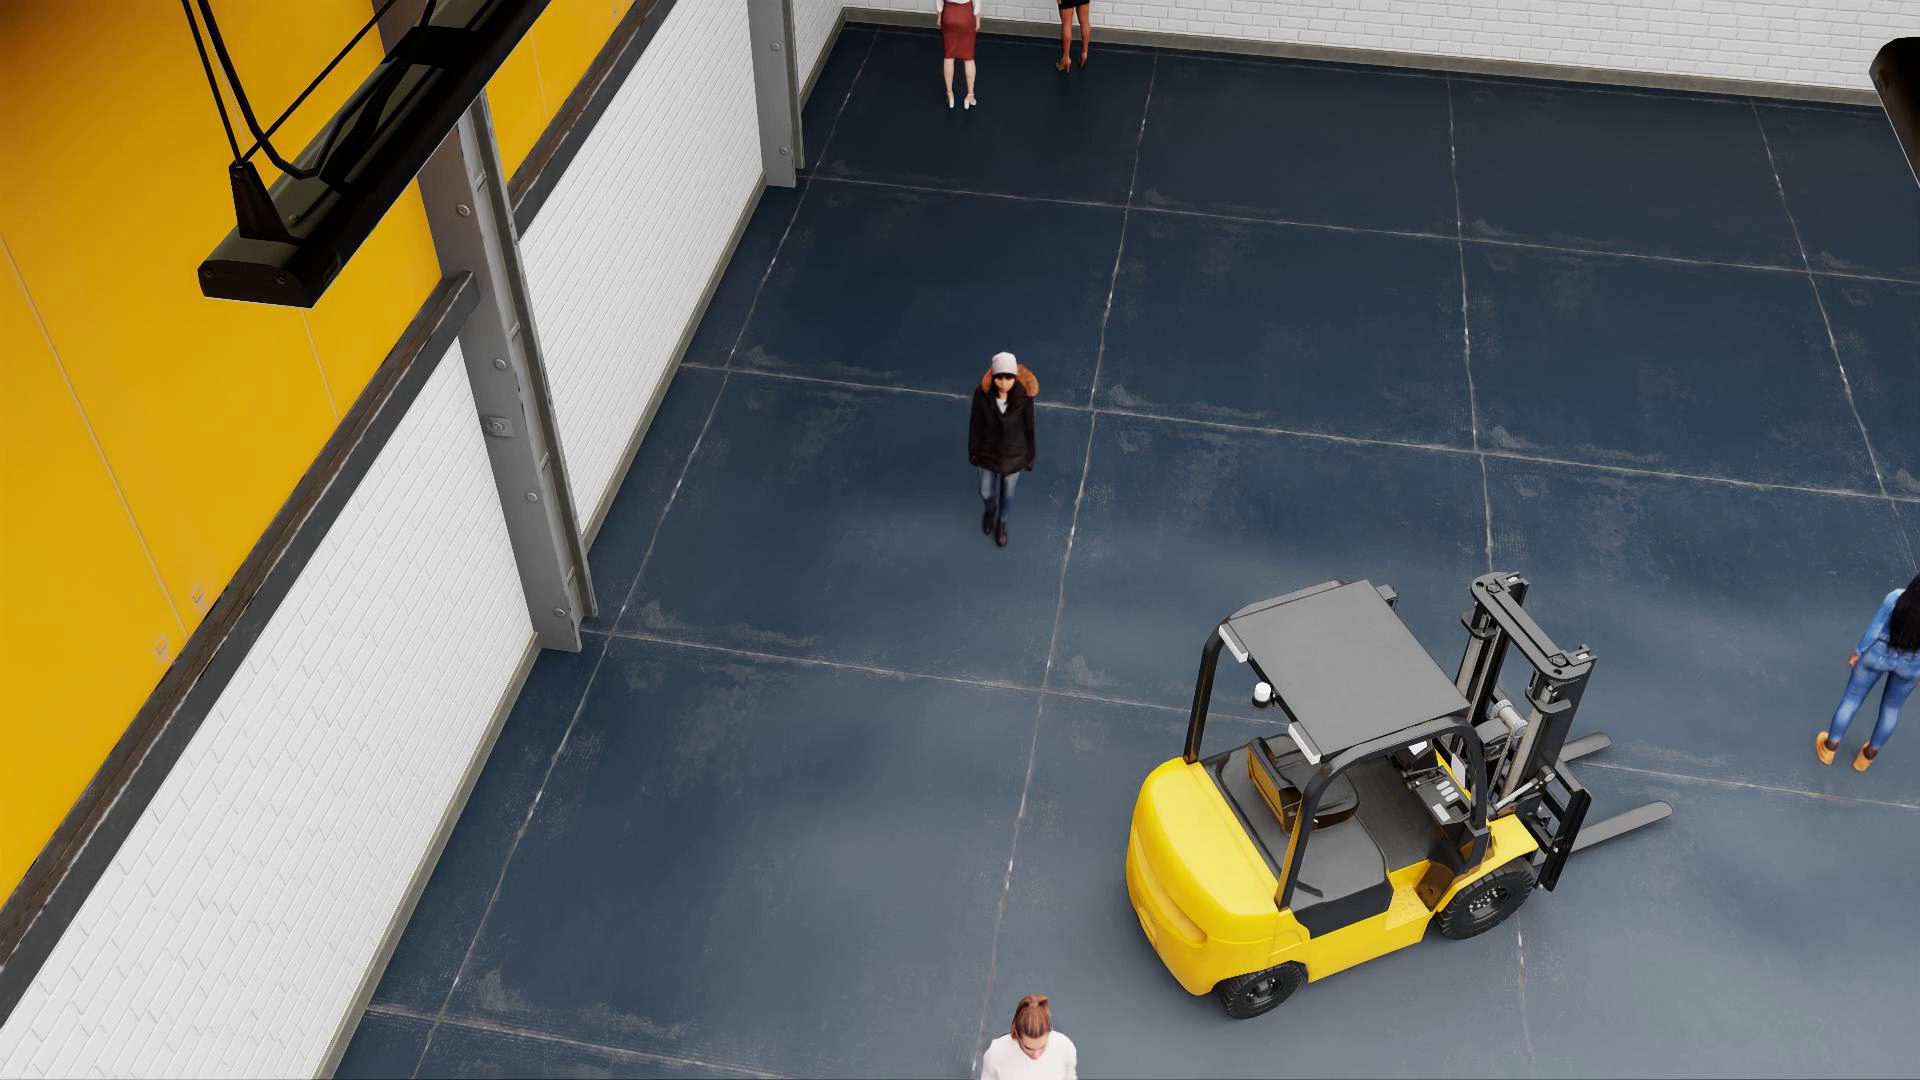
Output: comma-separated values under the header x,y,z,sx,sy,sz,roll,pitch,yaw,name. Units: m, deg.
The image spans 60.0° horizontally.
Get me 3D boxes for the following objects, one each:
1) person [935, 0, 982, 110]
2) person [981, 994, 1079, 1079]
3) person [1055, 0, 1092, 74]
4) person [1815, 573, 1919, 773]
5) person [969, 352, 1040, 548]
x,y,z,sx,sy,sz,roll,pitch,yaw,name
-0.017,-5.017,16.126,0.606,1.750,0.525,10,44,10,person
0.303,2.684,8.067,0.720,1.715,0.775,-4,44,-4,person
1.157,-5.501,16.714,0.704,1.639,0.764,-19,47,-19,person
5.657,0.757,10.093,0.656,1.712,0.600,16,46,17,person
0.286,-0.684,11.664,0.680,1.630,0.662,0,44,0,person
